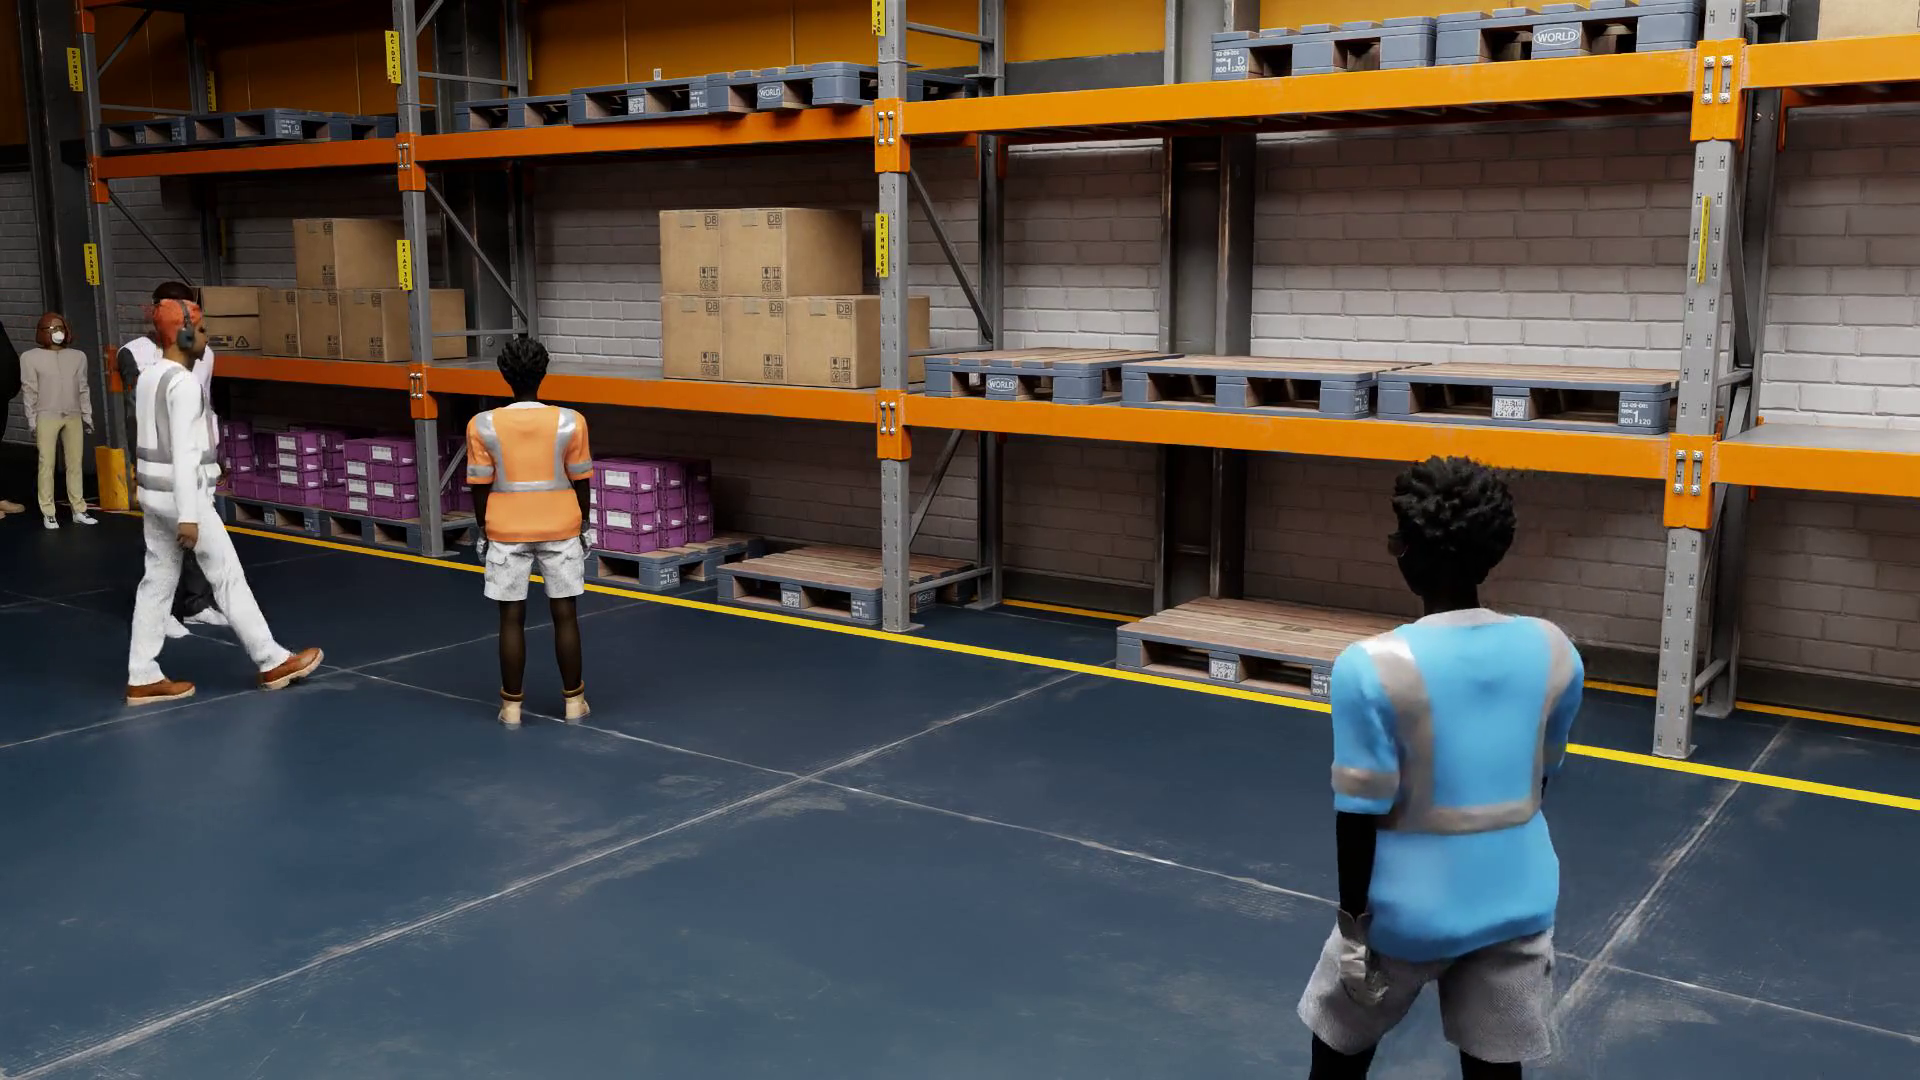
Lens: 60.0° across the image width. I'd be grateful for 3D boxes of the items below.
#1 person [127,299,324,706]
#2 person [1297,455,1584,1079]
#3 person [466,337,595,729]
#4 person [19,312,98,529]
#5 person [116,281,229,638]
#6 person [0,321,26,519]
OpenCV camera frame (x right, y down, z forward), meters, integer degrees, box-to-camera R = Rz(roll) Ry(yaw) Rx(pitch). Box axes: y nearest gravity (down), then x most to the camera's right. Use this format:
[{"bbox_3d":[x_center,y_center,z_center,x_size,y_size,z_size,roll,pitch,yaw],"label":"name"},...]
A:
[{"bbox_3d":[-3.470,-0.178,7.684,0.876,1.844,0.607,-9,13,-44],"label":"person"},{"bbox_3d":[0.862,0.665,3.195,0.544,1.672,0.727,-3,10,-16],"label":"person"},{"bbox_3d":[-1.846,-0.024,7.199,0.535,1.699,0.318,-3,10,-15],"label":"person"},{"bbox_3d":[-6.844,-0.908,12.646,0.282,1.636,0.500,7,12,35],"label":"person"},{"bbox_3d":[-4.273,-0.443,9.057,0.391,1.914,0.587,4,10,21],"label":"person"},{"bbox_3d":[-7.673,-1.185,13.096,0.537,2.000,0.678,-1,10,-6],"label":"person"}]
